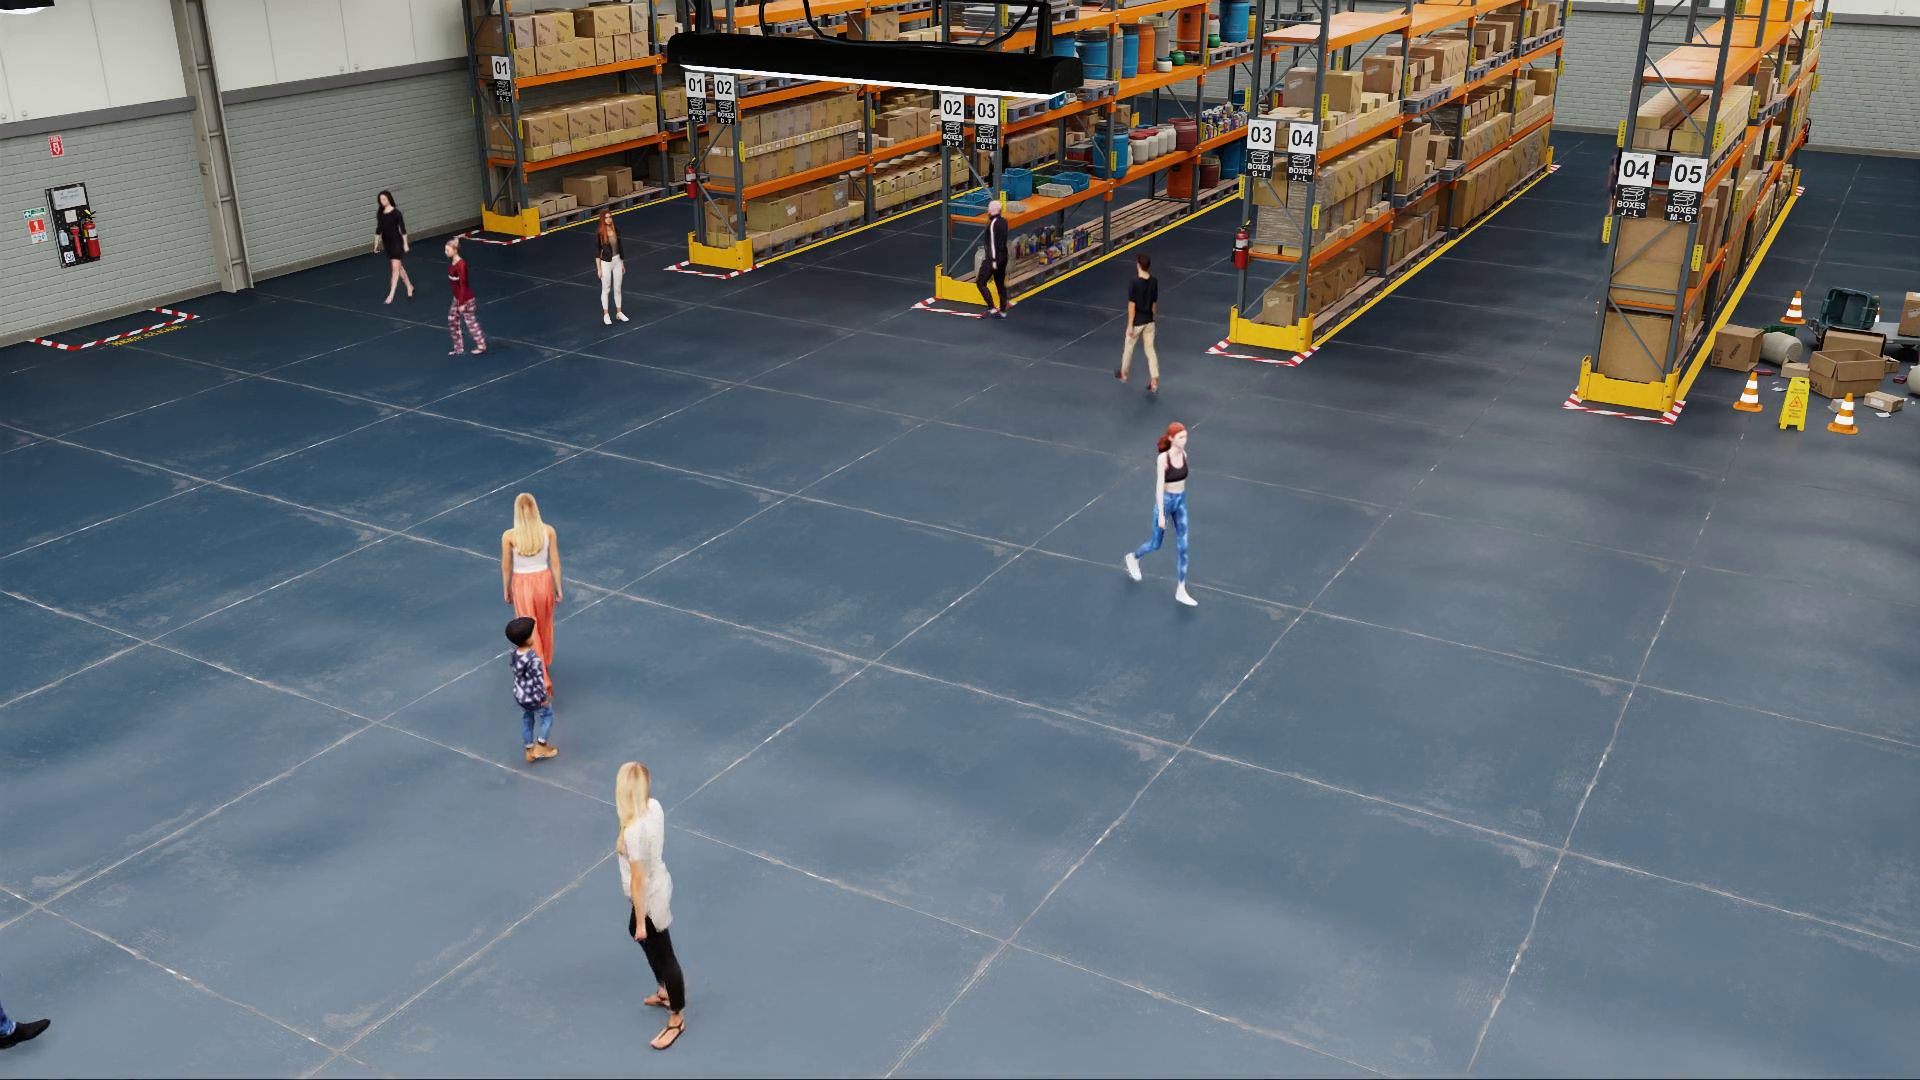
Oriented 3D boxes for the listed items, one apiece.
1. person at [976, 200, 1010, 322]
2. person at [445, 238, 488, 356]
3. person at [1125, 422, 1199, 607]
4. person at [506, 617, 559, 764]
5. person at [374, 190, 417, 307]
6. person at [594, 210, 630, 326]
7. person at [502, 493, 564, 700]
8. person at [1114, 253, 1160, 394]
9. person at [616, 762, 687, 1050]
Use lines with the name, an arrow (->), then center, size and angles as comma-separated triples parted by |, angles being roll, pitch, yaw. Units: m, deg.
person -> 0.627, -4.176, 24.984 | 0.728, 1.823, 0.562 | 12, 26, 27
person -> -6.918, -3.413, 23.378 | 0.908, 1.676, 0.807 | -16, 28, -34
person -> 1.936, -0.278, 15.905 | 1.162, 1.753, 0.937 | -16, 28, -34
person -> -3.416, 1.202, 13.075 | 0.511, 1.246, 0.500 | 15, 27, 31
person -> -8.780, -4.558, 25.967 | 0.698, 1.756, 1.139 | 9, 25, 21
person -> -5.259, -4.124, 25.013 | 0.587, 1.704, 0.733 | -17, 28, -34
person -> -3.602, 0.508, 14.057 | 1.226, 1.755, 1.215 | -8, 24, -18
person -> 2.426, -2.786, 21.733 | 1.219, 1.809, 1.165 | -10, 25, -23
person -> -1.822, 2.170, 10.082 | 0.894, 1.807, 0.748 | -4, 23, -10
